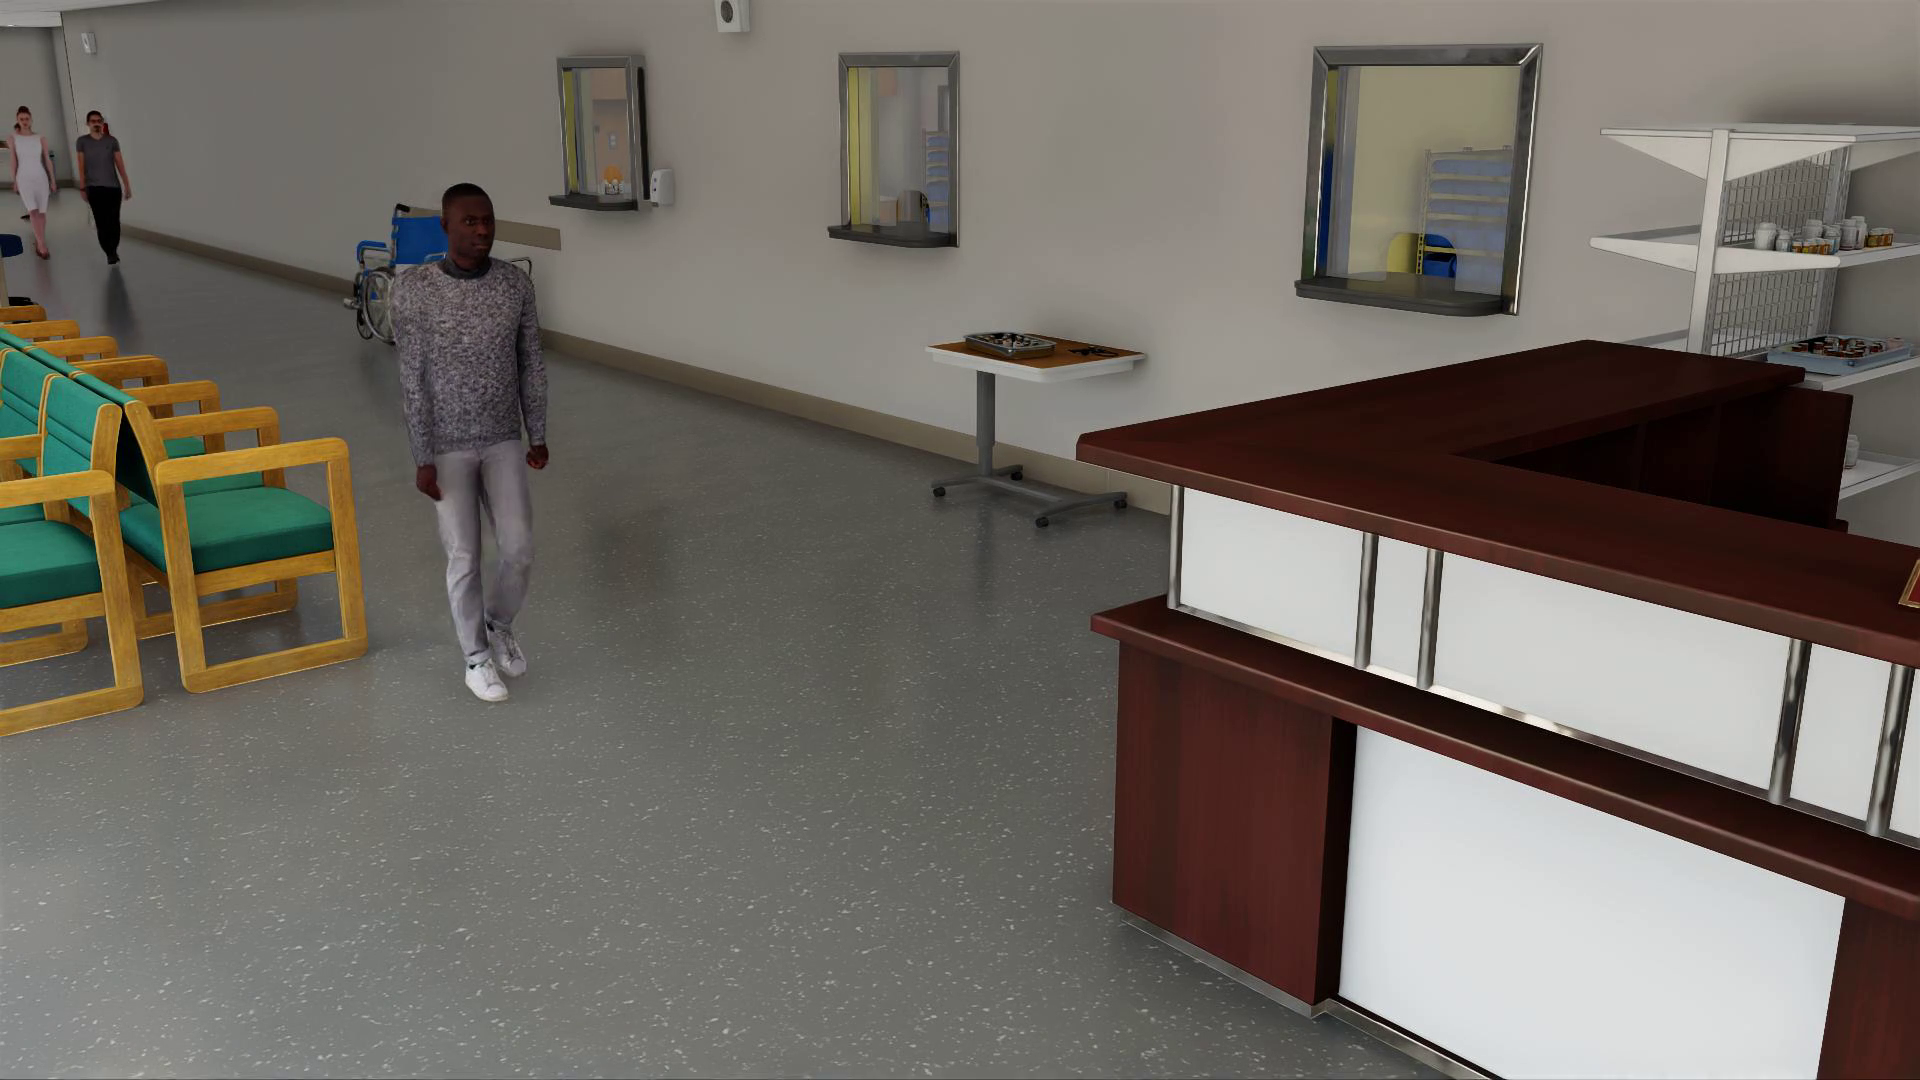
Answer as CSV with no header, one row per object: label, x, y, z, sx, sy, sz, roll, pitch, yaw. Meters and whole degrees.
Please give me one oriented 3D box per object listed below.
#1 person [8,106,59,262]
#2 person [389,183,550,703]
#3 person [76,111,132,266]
person,-10.841,-4.134,19.481,1.021,1.741,0.728,-10,19,-32
person,-1.767,-0.338,5.887,0.687,1.811,0.796,-10,18,-31
person,-9.868,-4.026,19.156,1.114,1.708,0.785,-11,19,-33
